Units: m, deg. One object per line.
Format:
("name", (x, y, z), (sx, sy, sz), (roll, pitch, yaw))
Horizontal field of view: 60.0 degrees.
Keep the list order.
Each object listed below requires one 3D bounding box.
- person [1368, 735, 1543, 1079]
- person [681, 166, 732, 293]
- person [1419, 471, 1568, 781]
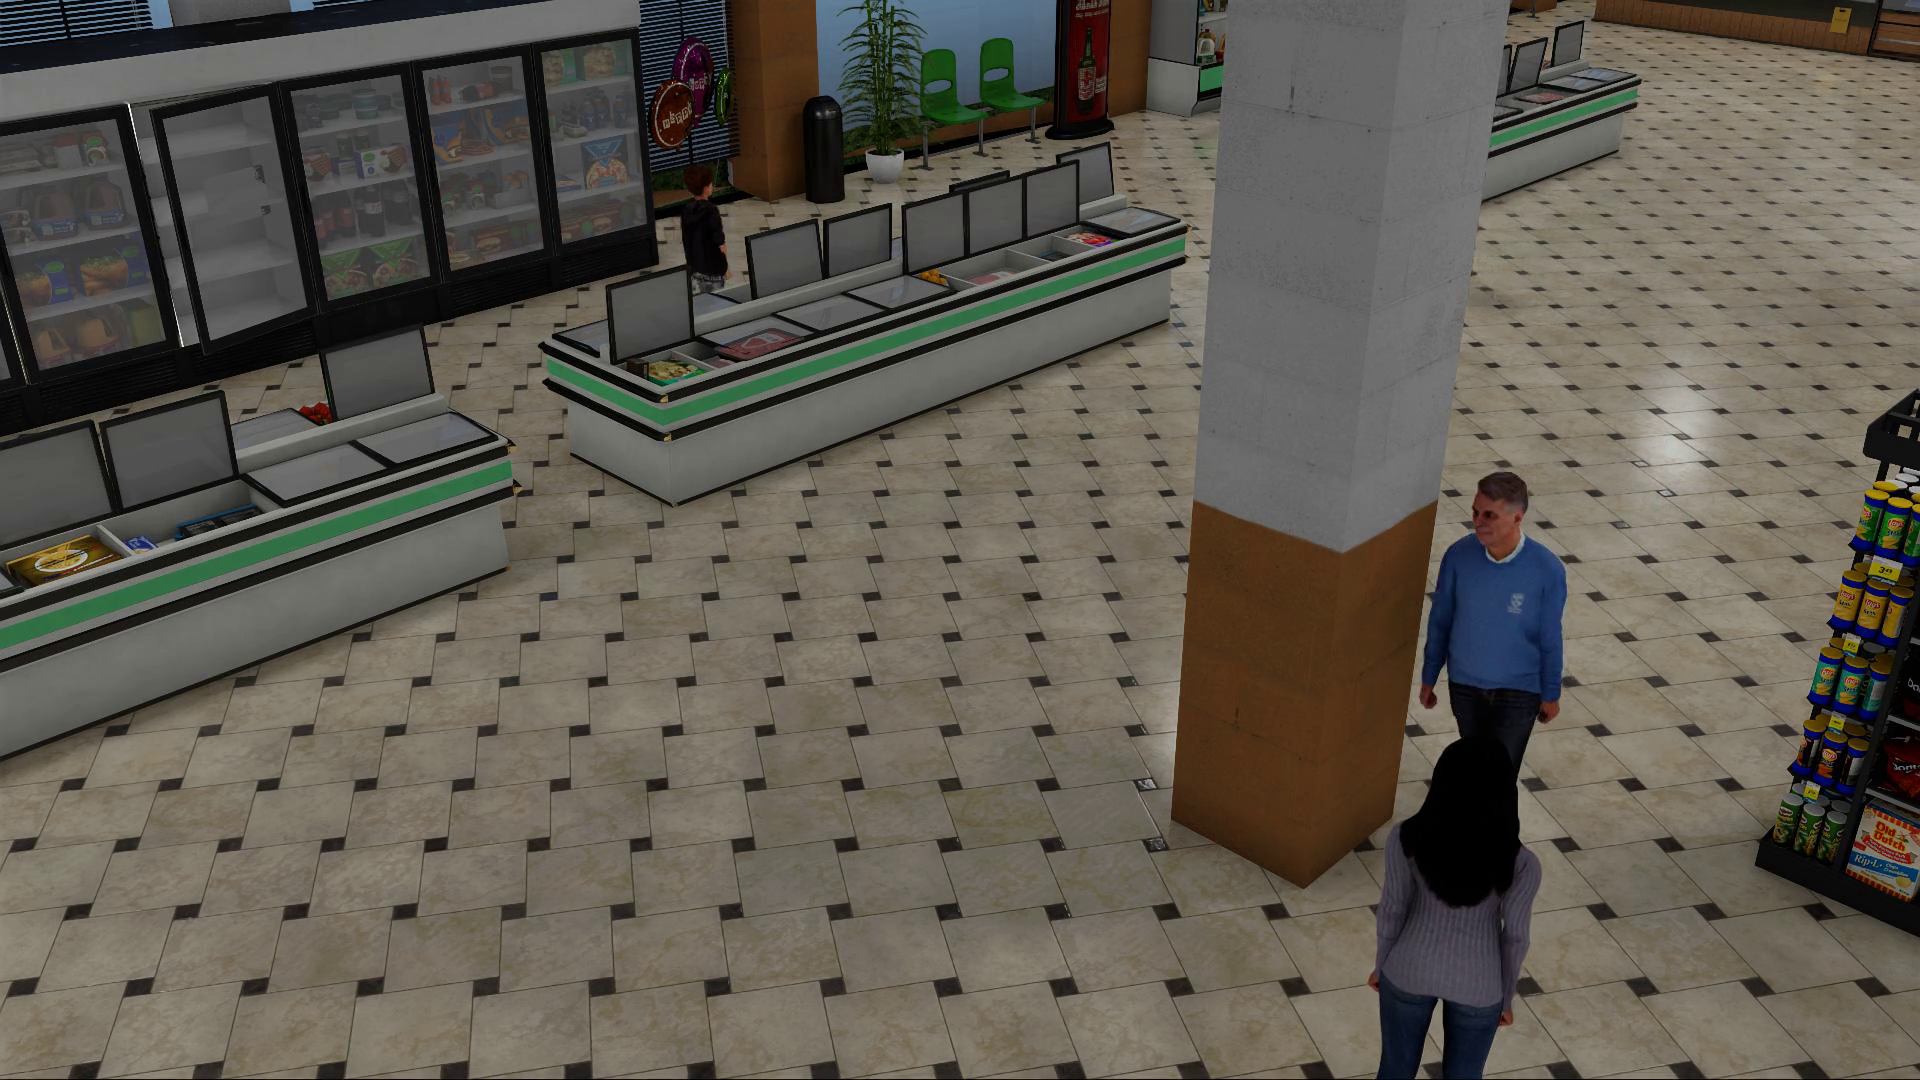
("person", (1.488, 1.359, 5.130), (0.674, 1.735, 0.654), (10, 29, 20))
("person", (-1.866, -1.963, 12.016), (0.533, 1.433, 0.874), (23, 35, 37))
("person", (2.186, 0.521, 6.723), (0.732, 1.789, 0.724), (17, 32, 30))
